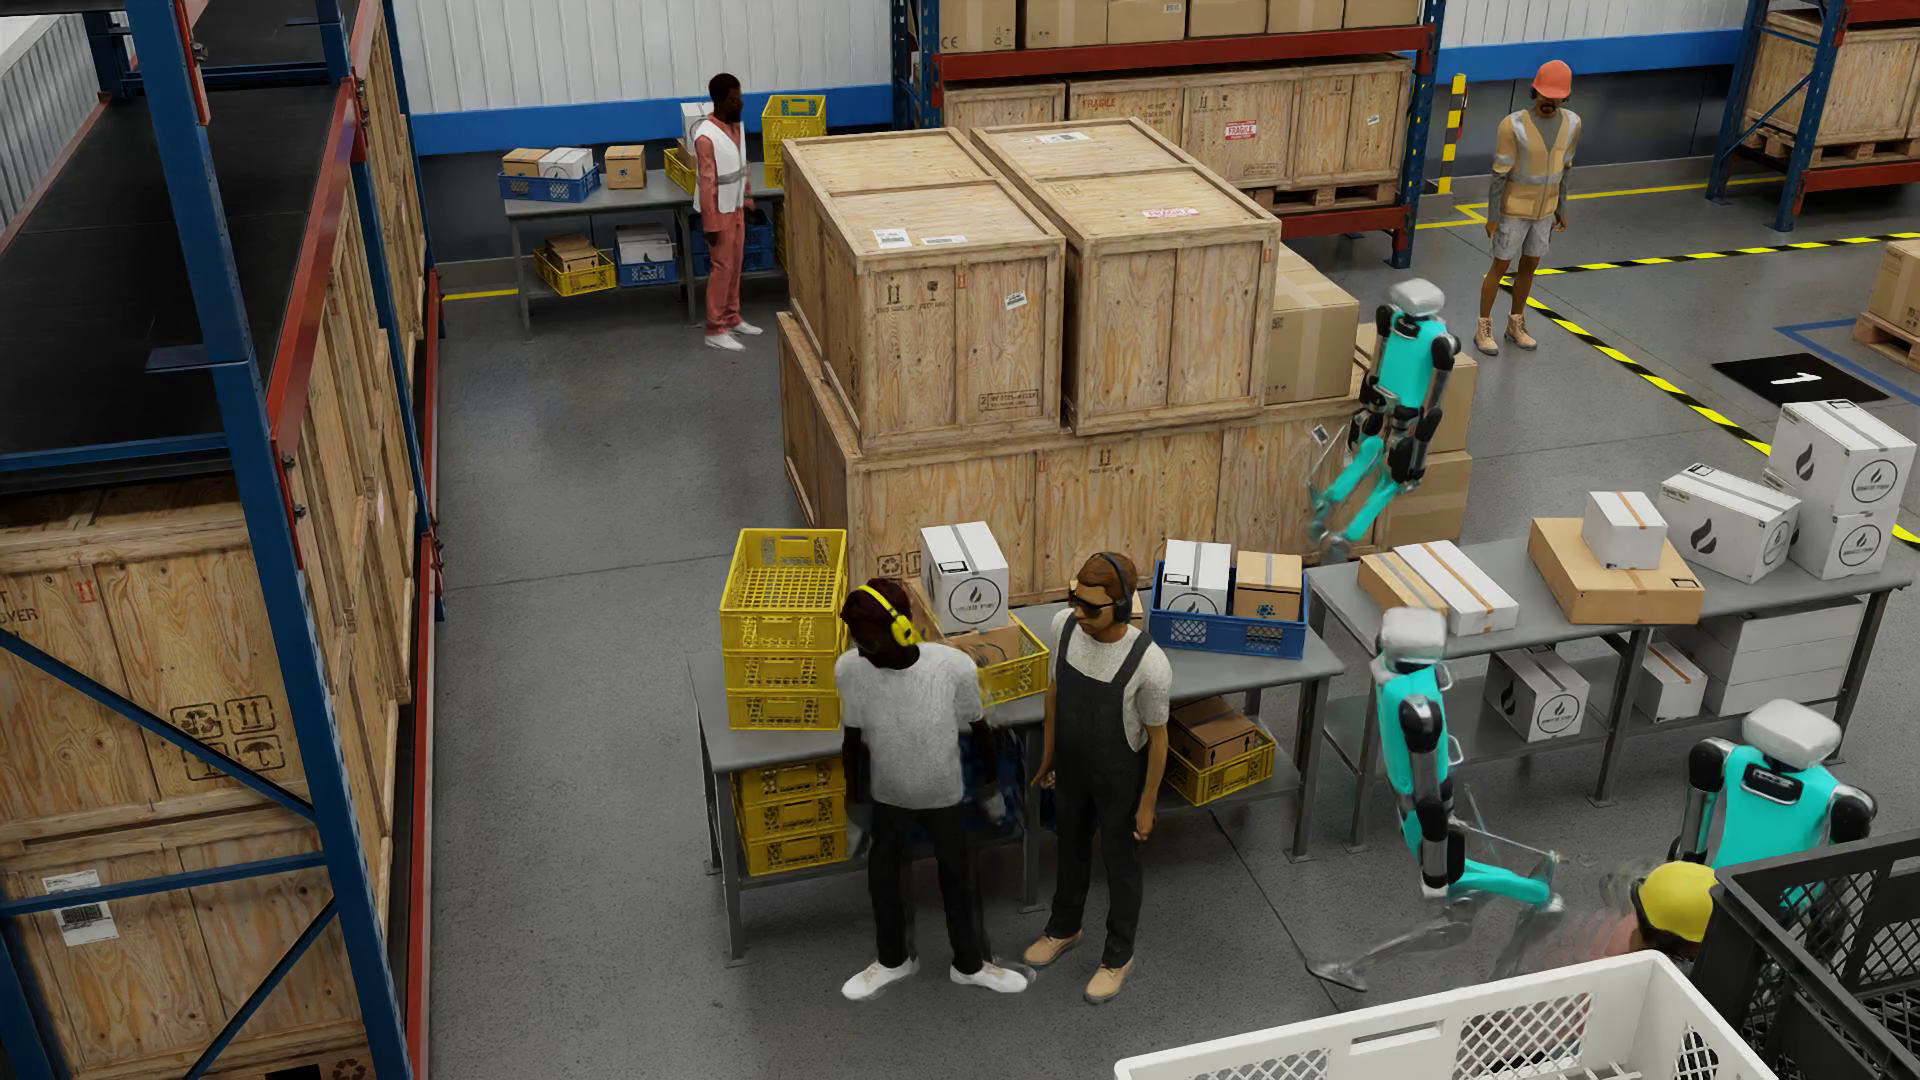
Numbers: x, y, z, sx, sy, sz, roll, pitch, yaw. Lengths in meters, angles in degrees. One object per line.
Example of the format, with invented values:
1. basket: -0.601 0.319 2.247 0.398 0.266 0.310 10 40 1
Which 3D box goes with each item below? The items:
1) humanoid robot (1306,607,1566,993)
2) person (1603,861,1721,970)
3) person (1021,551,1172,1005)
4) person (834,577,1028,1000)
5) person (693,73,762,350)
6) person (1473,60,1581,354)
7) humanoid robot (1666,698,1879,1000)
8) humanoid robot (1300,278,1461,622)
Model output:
1. humanoid robot: 1.792 1.005 5.786 1.007 1.705 0.544 1 29 1
2. person: 1.864 1.599 4.679 0.381 1.754 0.524 7 30 13
3. person: 0.493 0.849 5.941 0.505 1.846 0.351 24 37 36
4. person: -0.076 0.925 5.823 0.694 1.837 0.350 3 29 5
5. person: -1.634 -2.287 11.572 0.392 1.908 0.655 9 30 15
6. person: 3.904 -2.259 11.386 0.613 2.035 0.391 -7 30 -13
7. humanoid robot: 2.251 1.438 5.092 0.815 1.885 0.572 -25 37 -37
8. humanoid robot: 1.954 -0.360 8.330 0.831 1.867 0.549 -13 32 -23
